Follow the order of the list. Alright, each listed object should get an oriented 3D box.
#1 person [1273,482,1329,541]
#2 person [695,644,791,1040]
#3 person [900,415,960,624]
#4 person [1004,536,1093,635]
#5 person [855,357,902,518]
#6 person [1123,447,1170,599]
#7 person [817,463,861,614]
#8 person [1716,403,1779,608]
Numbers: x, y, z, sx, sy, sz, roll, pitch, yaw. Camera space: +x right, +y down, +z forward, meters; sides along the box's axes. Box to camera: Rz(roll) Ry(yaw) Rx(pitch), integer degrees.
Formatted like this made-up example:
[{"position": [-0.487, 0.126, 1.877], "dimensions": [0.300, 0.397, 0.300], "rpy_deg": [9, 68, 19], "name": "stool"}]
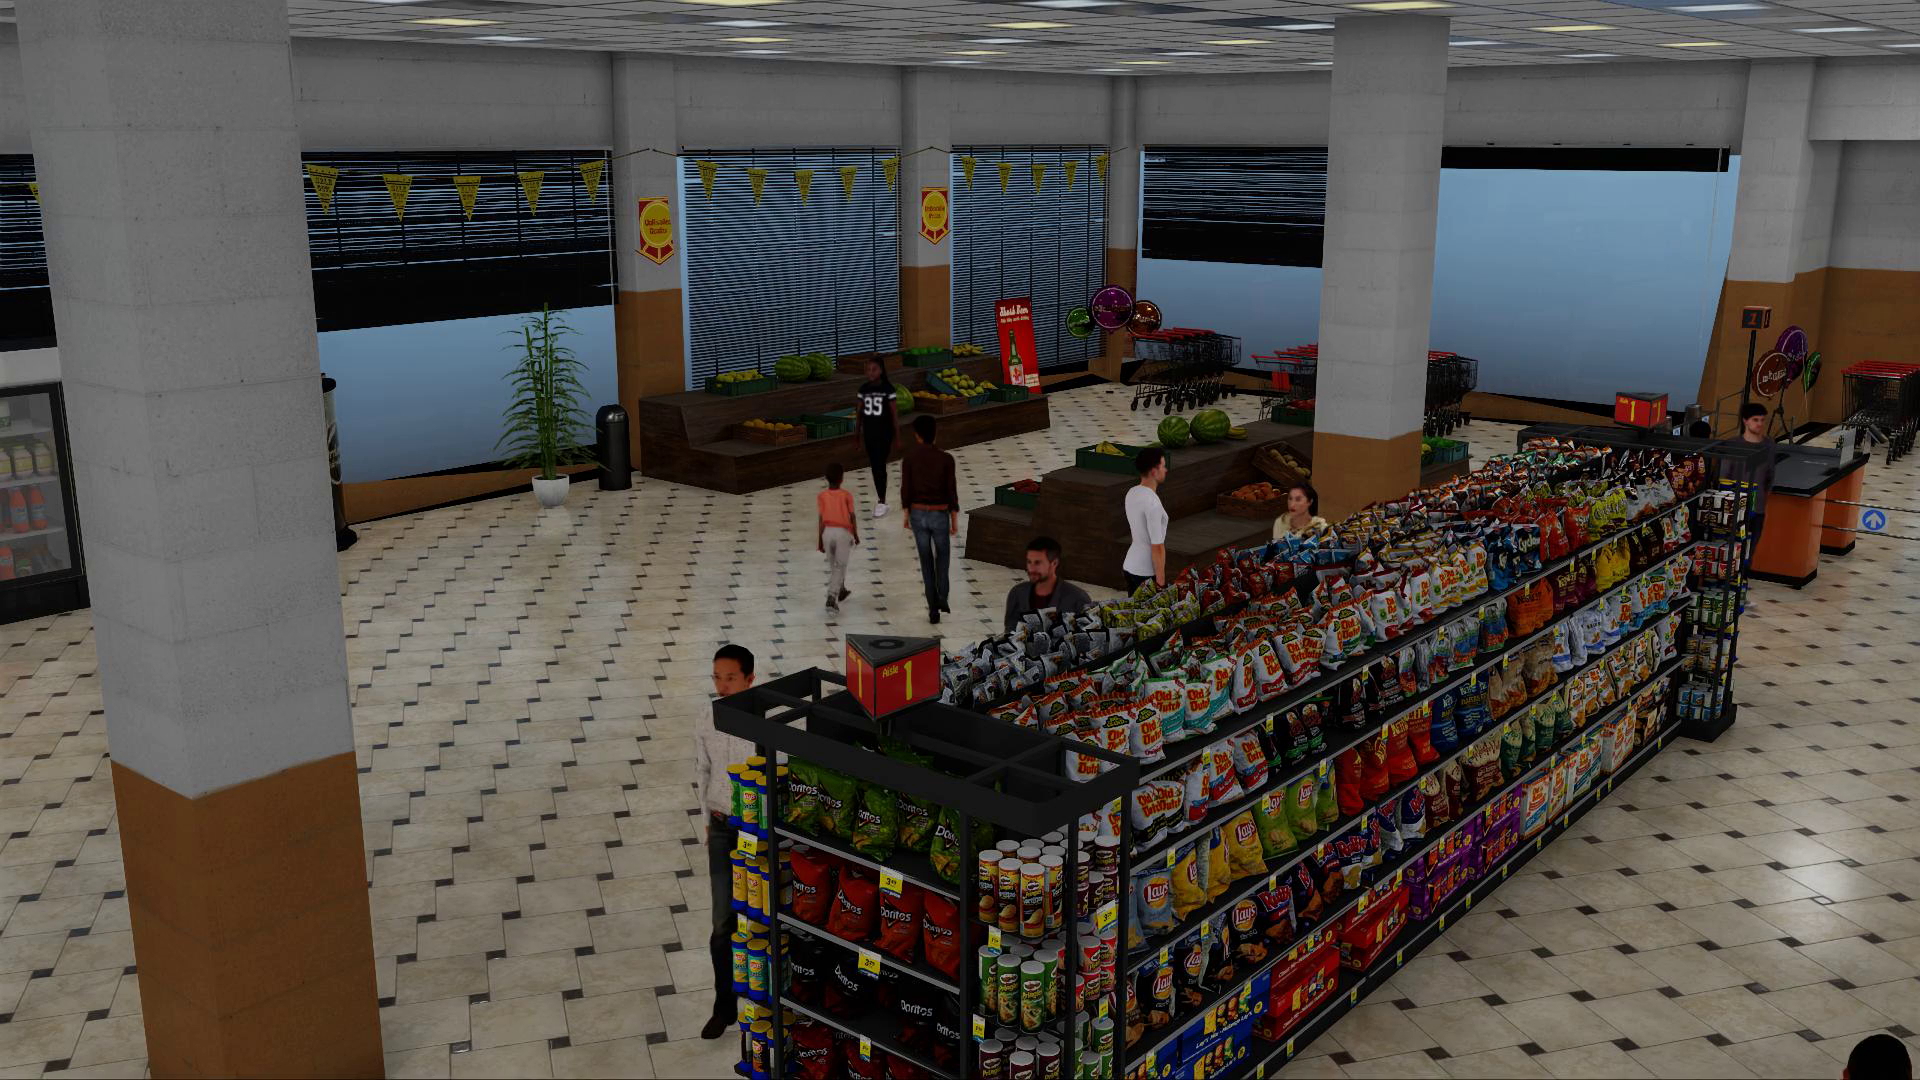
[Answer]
[{"position": [2.554, 0.353, 12.251], "dimensions": [0.680, 1.610, 0.682], "rpy_deg": [-10, 17, -36], "name": "person"}, {"position": [-0.944, 1.346, 7.814], "dimensions": [1.002, 1.771, 1.271], "rpy_deg": [3, 14, 13], "name": "person"}, {"position": [-0.268, -0.145, 13.997], "dimensions": [0.795, 1.755, 0.846], "rpy_deg": [1, 14, 3], "name": "person"}, {"position": [0.554, 0.869, 9.630], "dimensions": [0.799, 1.842, 0.981], "rpy_deg": [8, 16, 31], "name": "person"}, {"position": [-0.854, -1.130, 18.139], "dimensions": [0.723, 1.717, 0.747], "rpy_deg": [7, 15, 26], "name": "person"}, {"position": [1.351, 0.228, 12.264], "dimensions": [0.741, 1.848, 0.732], "rpy_deg": [-4, 14, -16], "name": "person"}, {"position": [-1.075, -0.007, 14.403], "dimensions": [0.695, 1.295, 0.972], "rpy_deg": [4, 14, 17], "name": "person"}, {"position": [6.760, -0.289, 14.414], "dimensions": [0.783, 1.839, 0.851], "rpy_deg": [-3, 14, -11], "name": "person"}]
